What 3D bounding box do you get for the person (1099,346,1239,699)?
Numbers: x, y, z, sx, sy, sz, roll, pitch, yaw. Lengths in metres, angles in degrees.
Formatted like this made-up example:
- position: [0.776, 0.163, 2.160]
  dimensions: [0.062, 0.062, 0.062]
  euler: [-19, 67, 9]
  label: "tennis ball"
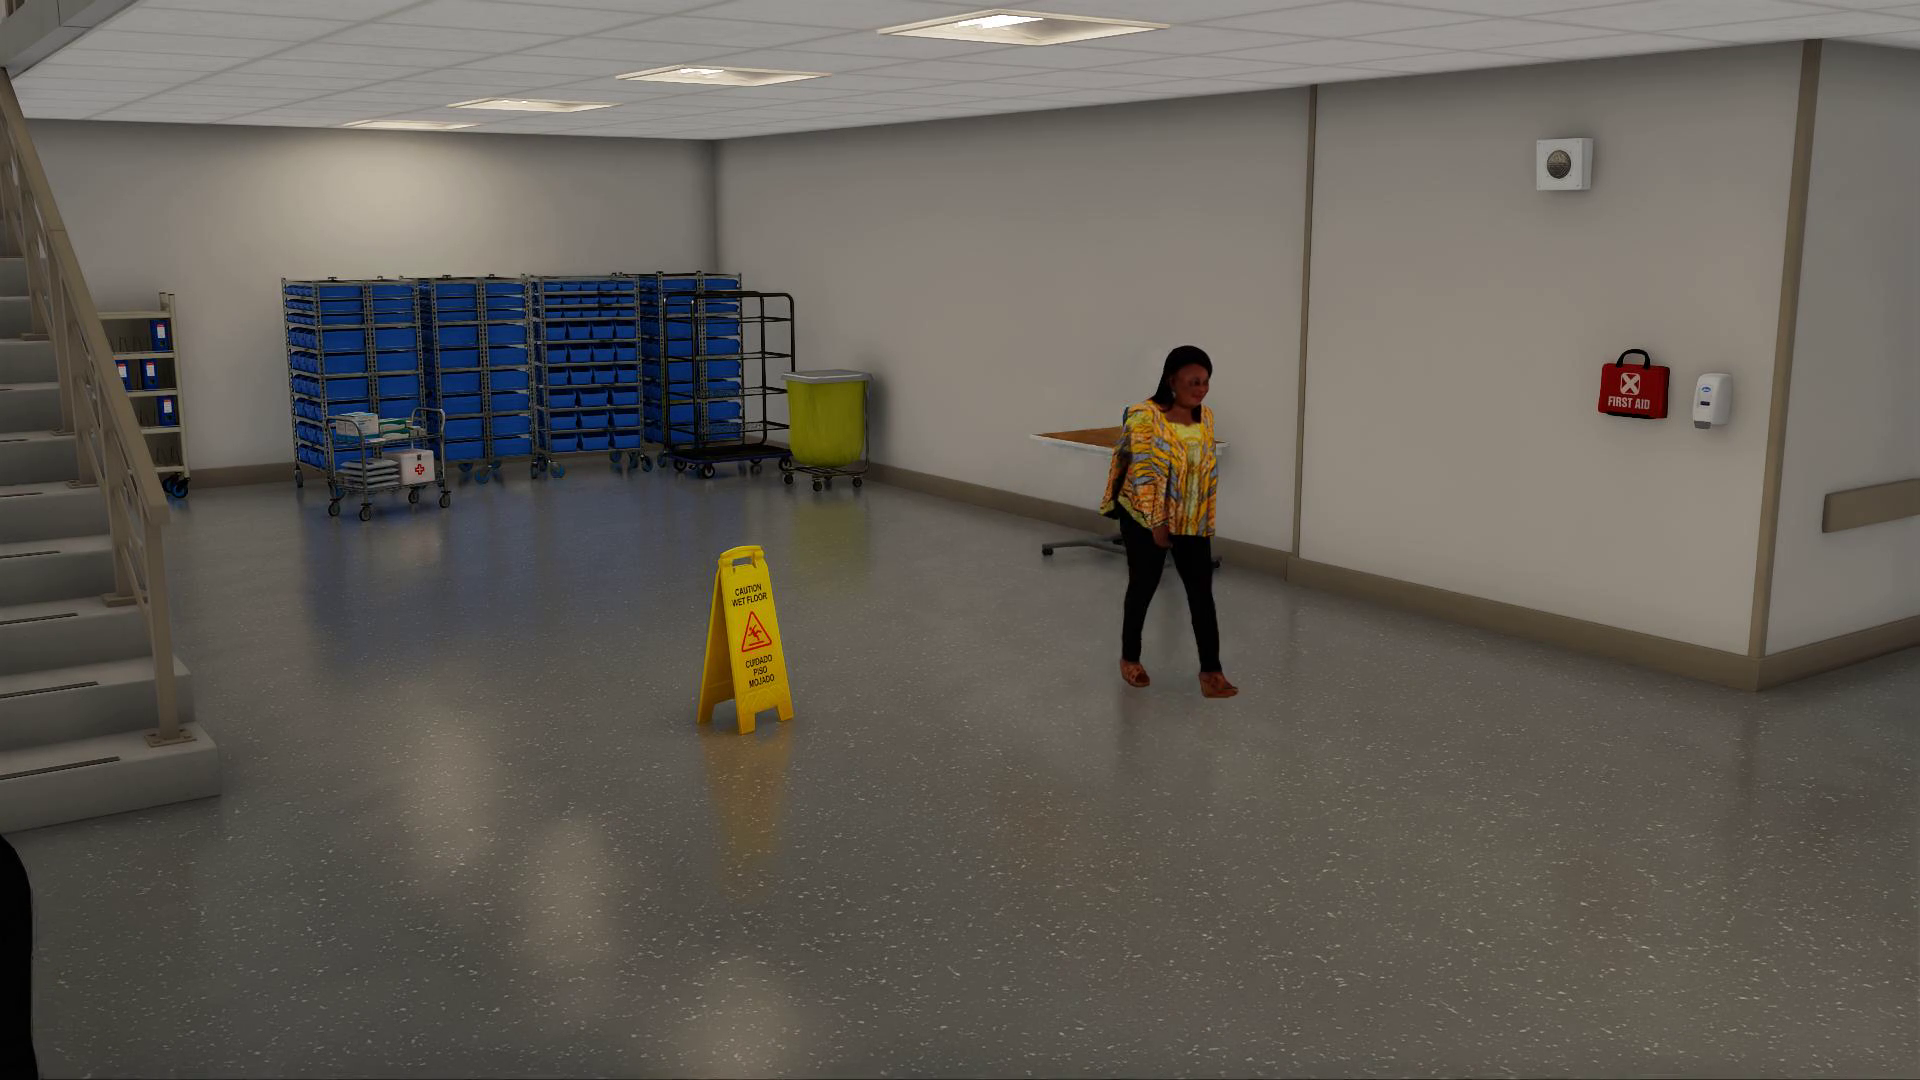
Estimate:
- position: [0.900, -0.074, 7.732]
  dimensions: [0.758, 1.615, 0.967]
  euler: [-6, 12, -27]
  label: "person"
